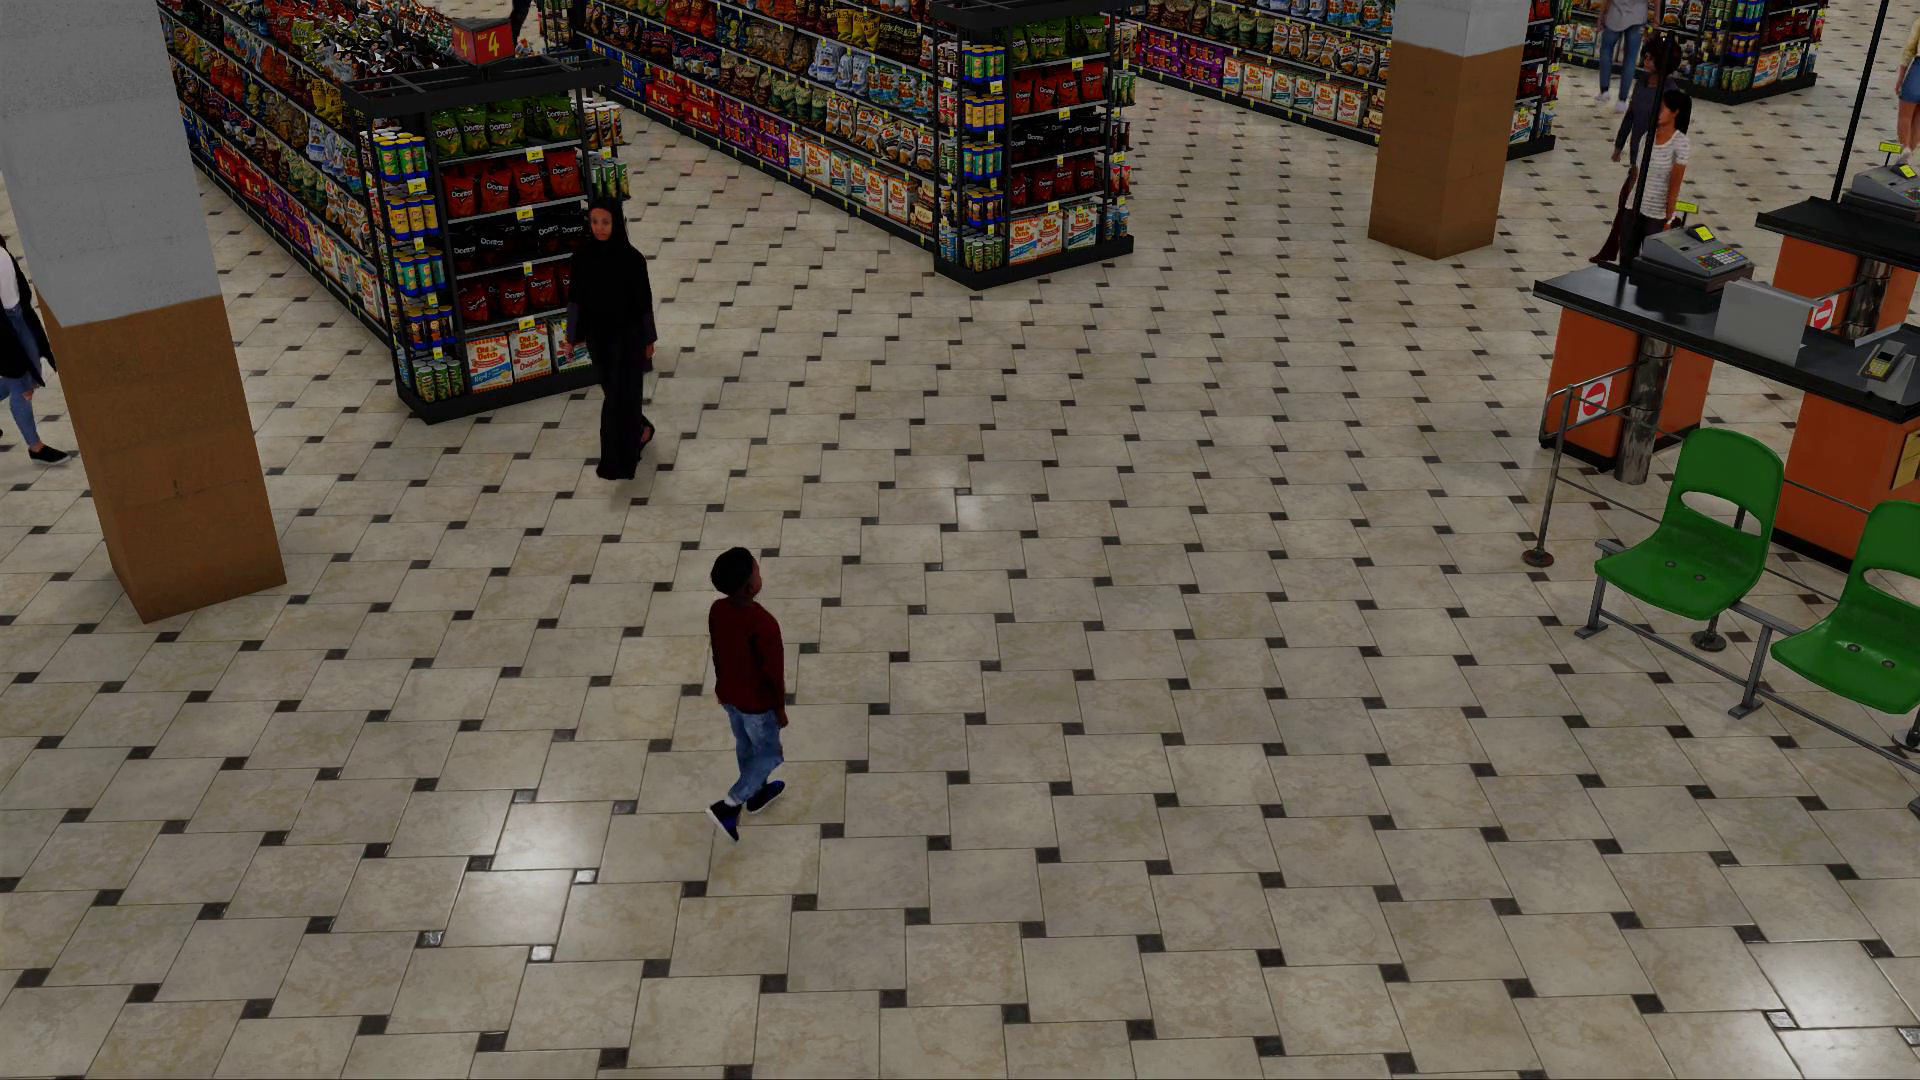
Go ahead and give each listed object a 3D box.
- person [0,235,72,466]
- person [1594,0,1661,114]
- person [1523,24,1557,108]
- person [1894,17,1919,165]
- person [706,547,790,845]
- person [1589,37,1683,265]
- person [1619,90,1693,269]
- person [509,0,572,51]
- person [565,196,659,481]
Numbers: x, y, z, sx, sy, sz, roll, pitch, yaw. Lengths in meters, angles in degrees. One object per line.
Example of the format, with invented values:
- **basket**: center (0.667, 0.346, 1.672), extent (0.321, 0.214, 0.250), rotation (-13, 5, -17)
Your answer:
- **person**: center (-5.502, -1.200, 9.393), extent (0.974, 1.670, 0.936), rotation (2, 29, 4)
- **person**: center (6.618, -5.196, 16.507), extent (0.949, 1.867, 1.015), rotation (8, 30, 15)
- **person**: center (5.779, -5.237, 16.666), extent (0.637, 1.786, 0.633), rotation (-9, 30, -16)
- **person**: center (8.469, -4.000, 14.579), extent (0.896, 1.614, 0.932), rotation (11, 30, 19)
- **person**: center (-0.863, 0.623, 6.500), extent (0.681, 1.242, 0.639), rotation (24, 37, 37)
- **person**: center (5.234, -2.897, 12.498), extent (0.875, 1.673, 1.104), rotation (-8, 30, -15)
- **person**: center (4.761, -2.240, 11.332), extent (0.718, 1.636, 0.835), rotation (-13, 31, -22)
- **person**: center (-4.957, -6.372, 18.731), extent (1.220, 1.799, 1.224), rotation (2, 29, 4)
- **person**: center (-1.922, -1.184, 9.430), extent (1.092, 1.606, 1.098), rotation (8, 30, 14)
